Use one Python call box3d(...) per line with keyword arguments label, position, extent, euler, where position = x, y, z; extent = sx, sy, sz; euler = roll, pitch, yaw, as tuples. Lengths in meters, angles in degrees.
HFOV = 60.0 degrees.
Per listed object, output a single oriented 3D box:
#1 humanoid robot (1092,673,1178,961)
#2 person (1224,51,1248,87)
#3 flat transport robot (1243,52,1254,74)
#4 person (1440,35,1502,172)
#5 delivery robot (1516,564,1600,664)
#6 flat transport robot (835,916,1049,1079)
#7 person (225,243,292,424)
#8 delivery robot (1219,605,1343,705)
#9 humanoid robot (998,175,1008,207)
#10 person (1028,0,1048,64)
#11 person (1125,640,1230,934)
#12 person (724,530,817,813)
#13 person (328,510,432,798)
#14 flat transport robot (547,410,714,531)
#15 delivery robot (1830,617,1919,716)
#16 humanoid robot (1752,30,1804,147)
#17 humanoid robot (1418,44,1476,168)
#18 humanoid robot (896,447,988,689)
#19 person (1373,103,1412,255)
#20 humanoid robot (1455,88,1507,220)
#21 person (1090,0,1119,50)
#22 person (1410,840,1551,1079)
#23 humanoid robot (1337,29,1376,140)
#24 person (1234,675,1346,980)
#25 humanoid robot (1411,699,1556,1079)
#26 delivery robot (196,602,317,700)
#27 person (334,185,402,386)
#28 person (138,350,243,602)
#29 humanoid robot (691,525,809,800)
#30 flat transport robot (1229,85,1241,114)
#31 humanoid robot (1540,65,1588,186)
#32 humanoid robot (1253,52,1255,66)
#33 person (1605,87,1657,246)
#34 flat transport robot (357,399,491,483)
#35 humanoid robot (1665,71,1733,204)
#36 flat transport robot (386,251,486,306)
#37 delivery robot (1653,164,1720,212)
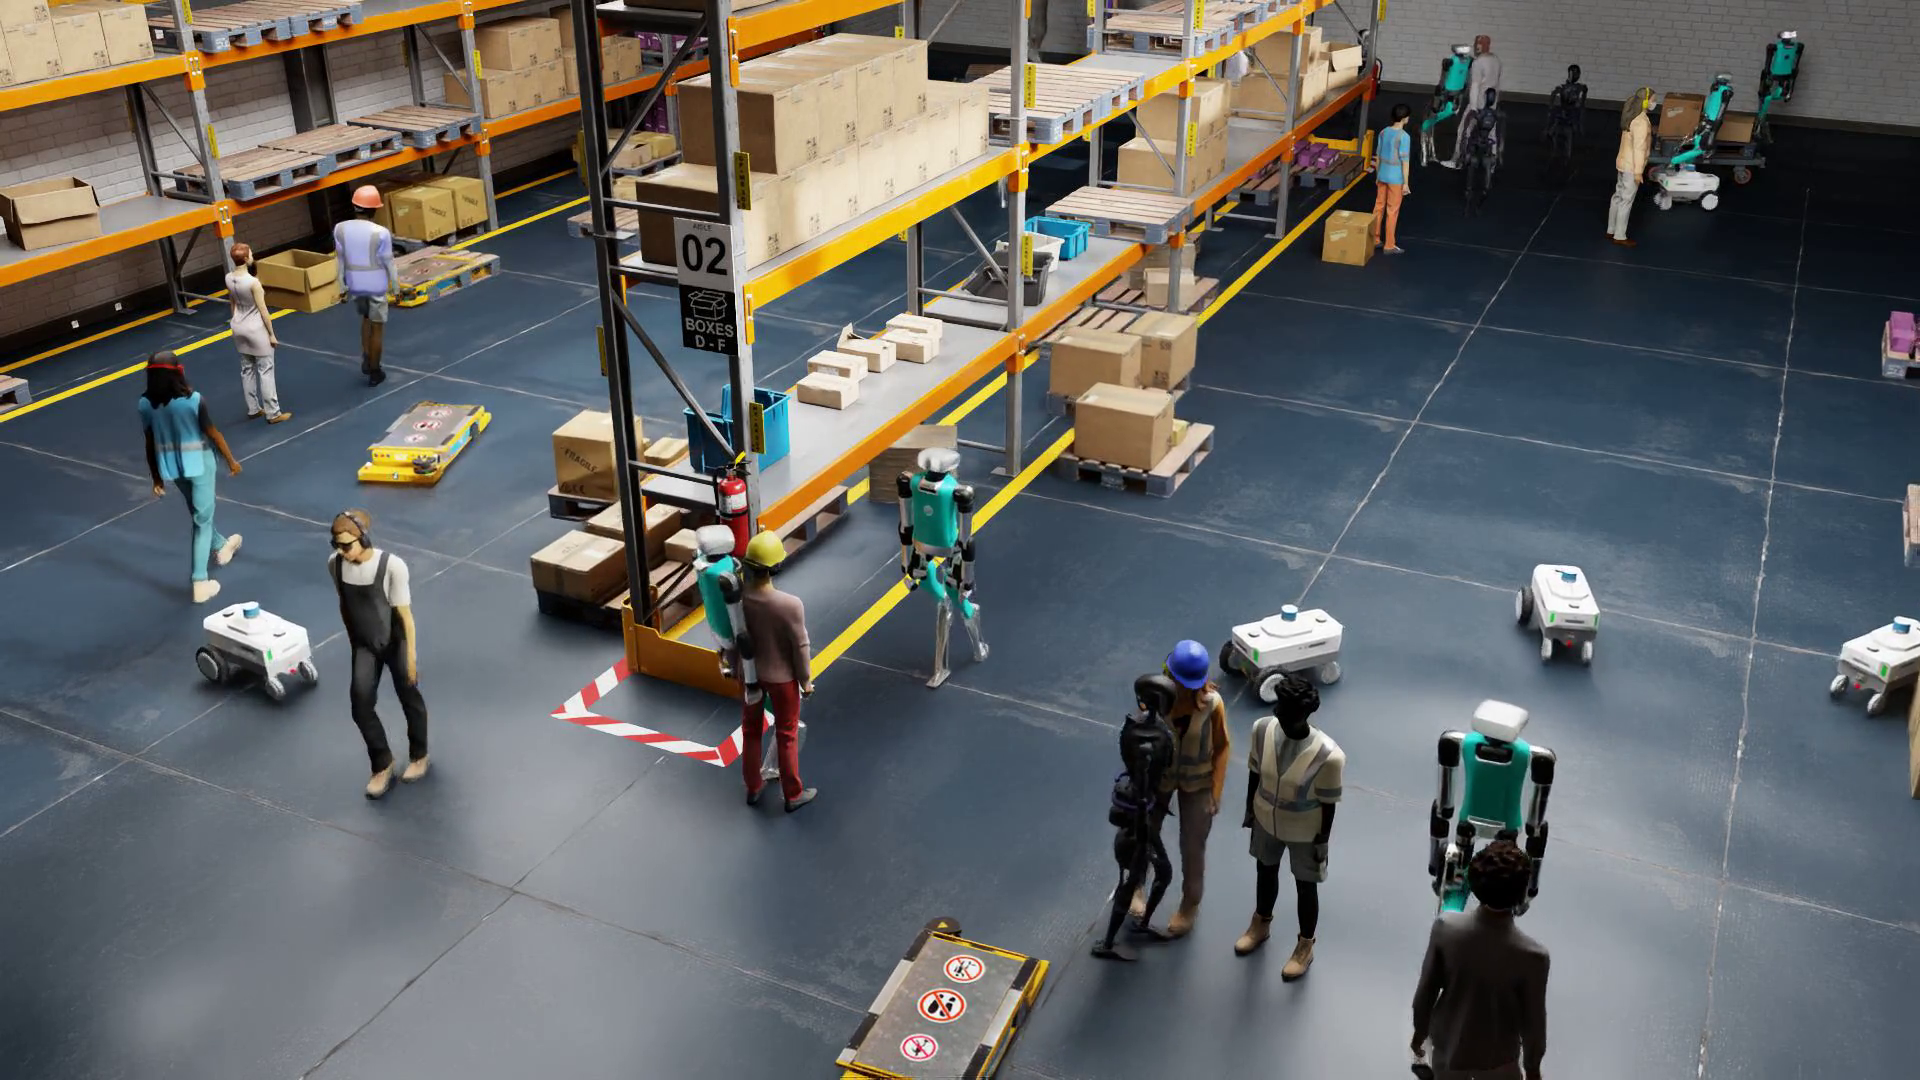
box3d(label="humanoid robot", position=(0.895, 1.400, 8.364), extent=(0.389, 1.643, 0.596), euler=(4, 27, 9))
box3d(label="person", position=(4.083, -6.678, 24.640), extent=(0.670, 1.713, 0.614), euler=(-8, 28, -16))
box3d(label="flat transport robot", position=(4.652, -6.984, 26.884), extent=(1.431, 0.231, 0.659), euler=(21, 33, 36))
box3d(label="person", position=(7.252, -6.107, 23.332), extent=(0.673, 1.864, 0.776), euler=(-20, 33, -35))
box3d(label="delivery robot", position=(4.177, 0.470, 11.529), extent=(0.499, 0.614, 0.815), euler=(4, 27, 7))
box3d(label="flat transport robot", position=(-0.109, 2.373, 7.985), extent=(0.659, 0.231, 1.431), euler=(10, 28, 19))
box3d(label="person", position=(-6.358, -1.857, 14.971), extent=(0.431, 1.650, 0.283), euler=(10, 28, 20))
box3d(label="delivery robot", position=(2.137, 0.728, 11.008), extent=(0.818, 0.614, 0.499), euler=(-10, 28, -20))
box3d(label="humanoid robot", position=(0.618, -5.120, 21.494), extent=(0.542, 1.802, 0.785), euler=(-8, 28, -16))
box3d(label="person", position=(1.346, -8.850, 28.914), extent=(0.497, 1.813, 0.512), euler=(15, 30, 28))
box3d(label="person", position=(1.113, 1.253, 8.570), extent=(0.512, 1.753, 0.408), euler=(4, 27, 8))
box3d(label="person", position=(-1.090, 0.756, 9.563), extent=(0.533, 1.767, 0.312), euler=(10, 28, 19))
box3d(label="person", position=(-3.380, 0.672, 9.679), extent=(0.536, 1.821, 0.638), euler=(3, 26, 5))
box3d(label="flat transport robot", position=(-2.432, -0.249, 13.281), extent=(0.659, 0.231, 1.431), euler=(8, 27, 16))
box3d(label="delivery robot", position=(6.111, 0.789, 10.881), extent=(0.804, 0.611, 0.499), euler=(-14, 30, -26))
box3d(label="humanoid robot", position=(12.018, -6.703, 24.663), extent=(0.557, 1.737, 1.034), euler=(-1, 26, -2))
box3d(label="humanoid robot", position=(6.803, -6.174, 23.591), extent=(0.538, 1.753, 0.807), euler=(-12, 29, -23))
box3d(label="humanoid robot", position=(-0.028, 0.163, 10.889), extent=(0.546, 1.856, 0.853), euler=(13, 29, 24))
box3d(label="person", position=(5.131, -4.285, 19.746), extent=(0.306, 1.764, 0.502), euler=(-15, 30, -27))
box3d(label="humanoid robot", position=(6.587, -4.882, 21.047), extent=(0.589, 1.649, 0.364), euler=(1, 26, 2))
box3d(label="person", position=(2.537, -9.052, 29.205), extent=(0.527, 1.924, 0.426), euler=(18, 31, 32))
box3d(label="person", position=(2.085, 2.066, 6.785), extent=(0.553, 1.881, 0.605), euler=(20, 32, 34))
box3d(label="humanoid robot", position=(5.962, -6.858, 25.061), extent=(0.344, 1.644, 0.611), euler=(-22, 34, -38))
box3d(label="person", position=(1.640, 1.414, 8.320), extent=(0.533, 1.689, 0.319), euler=(22, 34, 37))
box3d(label="humanoid robot", position=(2.354, 1.709, 7.712), extent=(0.571, 1.780, 0.959), euler=(12, 29, 23))
box3d(label="delivery robot", position=(-4.688, 0.696, 11.067), extent=(0.792, 0.611, 0.499), euler=(15, 30, 28))
box3d(label="person", position=(-5.596, -2.413, 15.802), extent=(0.579, 1.910, 0.504), euler=(3, 27, 6))
box3d(label="person", position=(-5.560, -0.519, 12.089), extent=(0.513, 1.823, 0.953), euler=(3, 27, 7))
box3d(label="humanoid robot", position=(-1.147, 0.715, 9.725), extent=(0.731, 1.816, 0.544), euler=(-14, 30, -26))
box3d(label="flat transport robot", position=(4.250, -6.117, 25.134), extent=(1.431, 0.231, 0.659), euler=(7, 27, 13))
box3d(label="humanoid robot", position=(8.192, -5.638, 22.585), extent=(0.609, 1.632, 0.425), euler=(-5, 27, -11))
box3d(label="humanoid robot", position=(4.463, -6.726, 24.774), extent=(0.320, 1.651, 0.589), euler=(2, 26, 3))
box3d(label="person", position=(8.087, -4.507, 20.075), extent=(0.409, 1.876, 0.558), euler=(1, 26, 2))
box3d(label="flat transport robot", position=(-4.664, -0.871, 14.538), extent=(0.659, 0.231, 1.431), euler=(2, 26, 5))
box3d(label="humanoid robot", position=(9.482, -5.159, 21.606), extent=(0.774, 1.817, 0.541), euler=(2, 26, 4))
box3d(label="flat transport robot", position=(-5.996, -2.941, 18.718), extent=(0.659, 0.231, 1.431), euler=(10, 28, 20))
box3d(label="delivery robot", position=(9.555, -4.599, 21.767), extent=(0.791, 0.614, 0.499), euler=(2, 26, 4))
